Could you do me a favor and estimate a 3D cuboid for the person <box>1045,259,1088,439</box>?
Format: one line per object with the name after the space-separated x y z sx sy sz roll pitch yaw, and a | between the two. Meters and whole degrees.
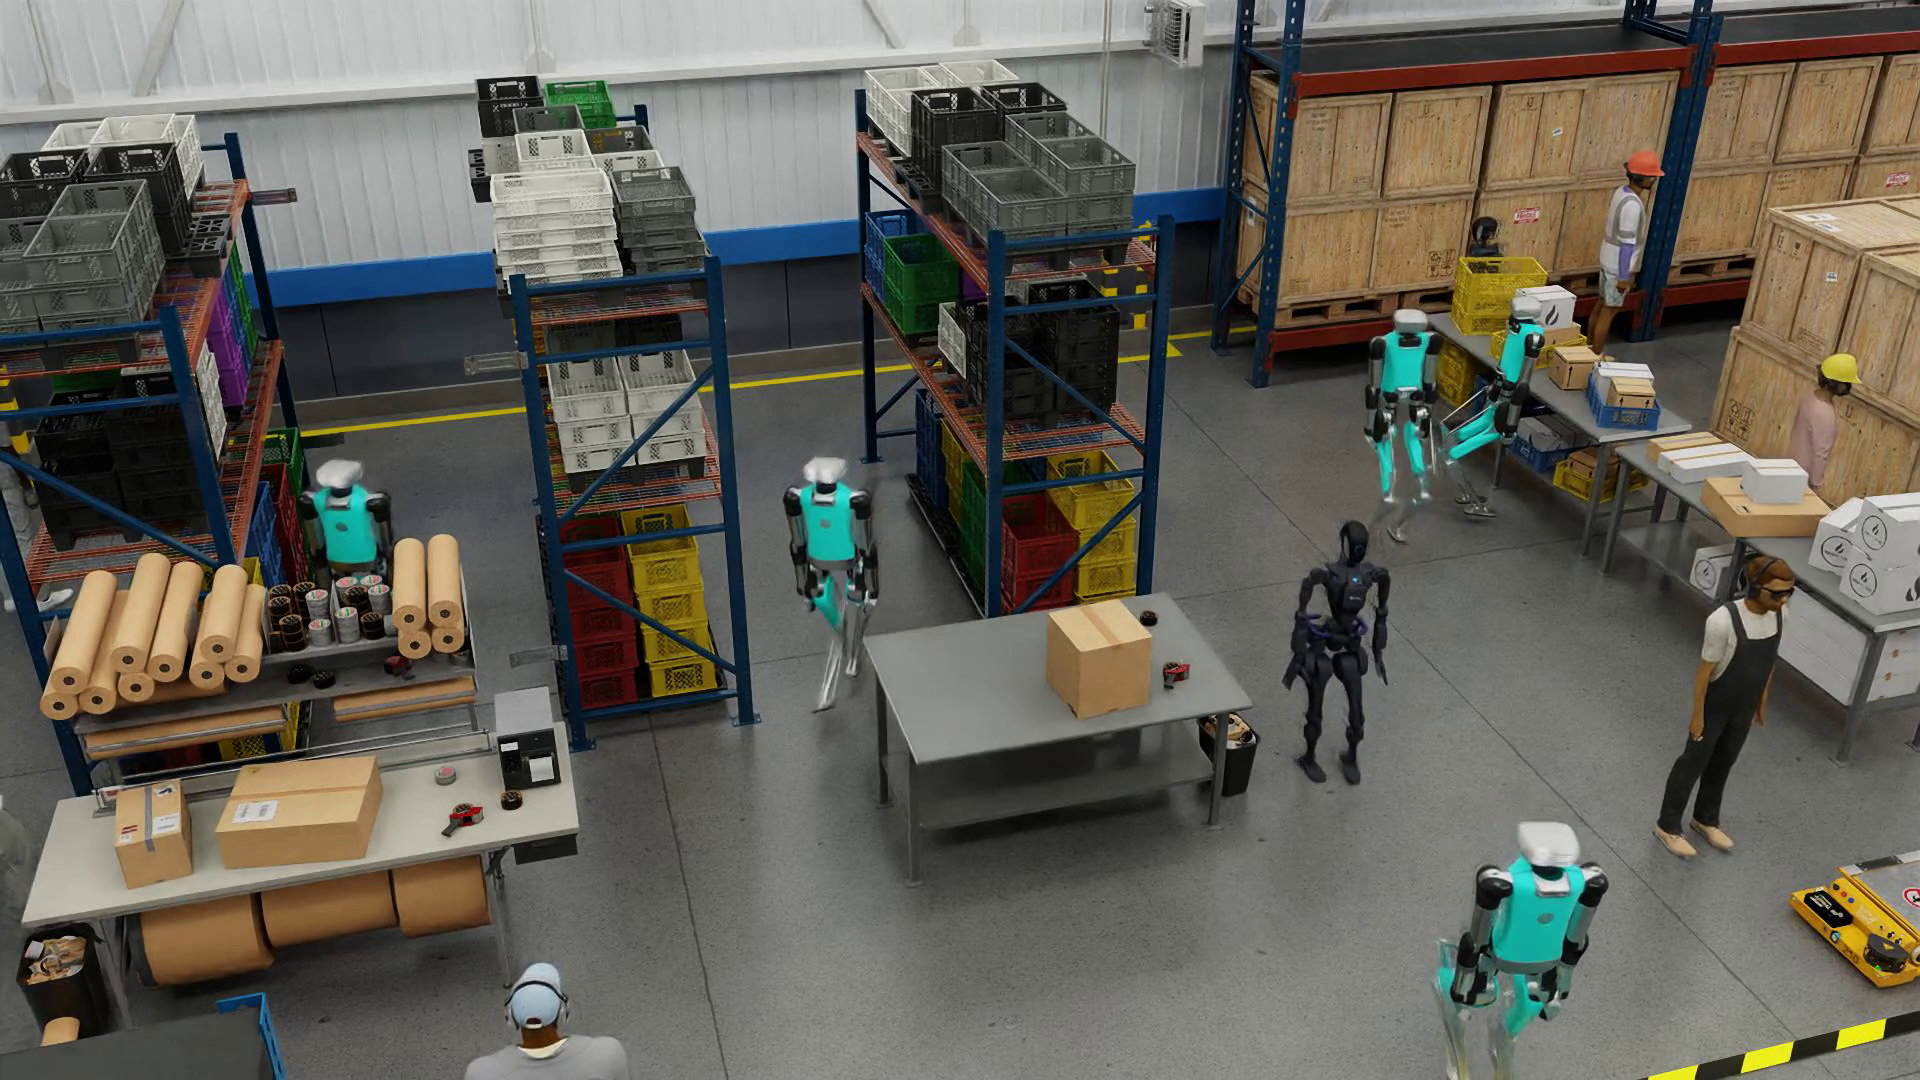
0.703 -1.667 13.519 0.804 1.887 0.592 13 31 22 | person

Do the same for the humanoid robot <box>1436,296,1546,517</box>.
3.840 -0.985 12.289 0.735 1.677 0.533 1 29 1 | humanoid robot

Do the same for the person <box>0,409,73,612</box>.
-6.456 -0.366 11.166 0.527 1.870 0.320 4 29 6 | person

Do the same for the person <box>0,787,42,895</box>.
-4.895 1.343 8.139 0.583 1.798 0.932 17 33 28 | person

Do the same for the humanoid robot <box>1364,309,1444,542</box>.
3.214 -0.719 11.975 0.543 1.829 0.661 -4 29 -6 | humanoid robot

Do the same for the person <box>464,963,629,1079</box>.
-1.494 2.338 6.264 0.588 1.853 0.395 -7 29 -12 | person

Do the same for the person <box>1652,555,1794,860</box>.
4.120 0.892 8.915 0.507 1.841 0.350 -10 30 -18 | person

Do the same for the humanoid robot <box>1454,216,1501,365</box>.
4.503 -1.966 14.281 0.420 1.646 0.611 -5 29 -9 | humanoid robot

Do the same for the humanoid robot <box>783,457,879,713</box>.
-0.733 0.214 10.249 0.558 1.733 1.024 5 29 8 | humanoid robot

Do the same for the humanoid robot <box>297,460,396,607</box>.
-3.629 0.179 10.345 0.557 1.793 0.937 -1 29 -1 | humanoid robot

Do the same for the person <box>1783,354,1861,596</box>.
5.828 -0.455 11.436 0.326 1.765 0.531 5 29 9 | person

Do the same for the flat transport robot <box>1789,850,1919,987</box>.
5.163 1.916 8.676 1.431 0.231 0.659 -8 30 -14 | flat transport robot

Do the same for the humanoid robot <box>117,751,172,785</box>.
-4.236 1.136 8.628 0.340 1.654 0.603 -21 35 -33 | humanoid robot

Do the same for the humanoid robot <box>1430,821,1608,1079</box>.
2.347 1.860 7.311 0.535 1.831 0.748 -2 29 -3 | humanoid robot

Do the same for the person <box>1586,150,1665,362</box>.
5.890 -2.459 14.797 0.394 2.042 0.608 5 29 9 | person

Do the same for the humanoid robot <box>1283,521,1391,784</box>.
2.157 0.656 9.496 0.601 1.648 0.379 -4 29 -7 | humanoid robot
